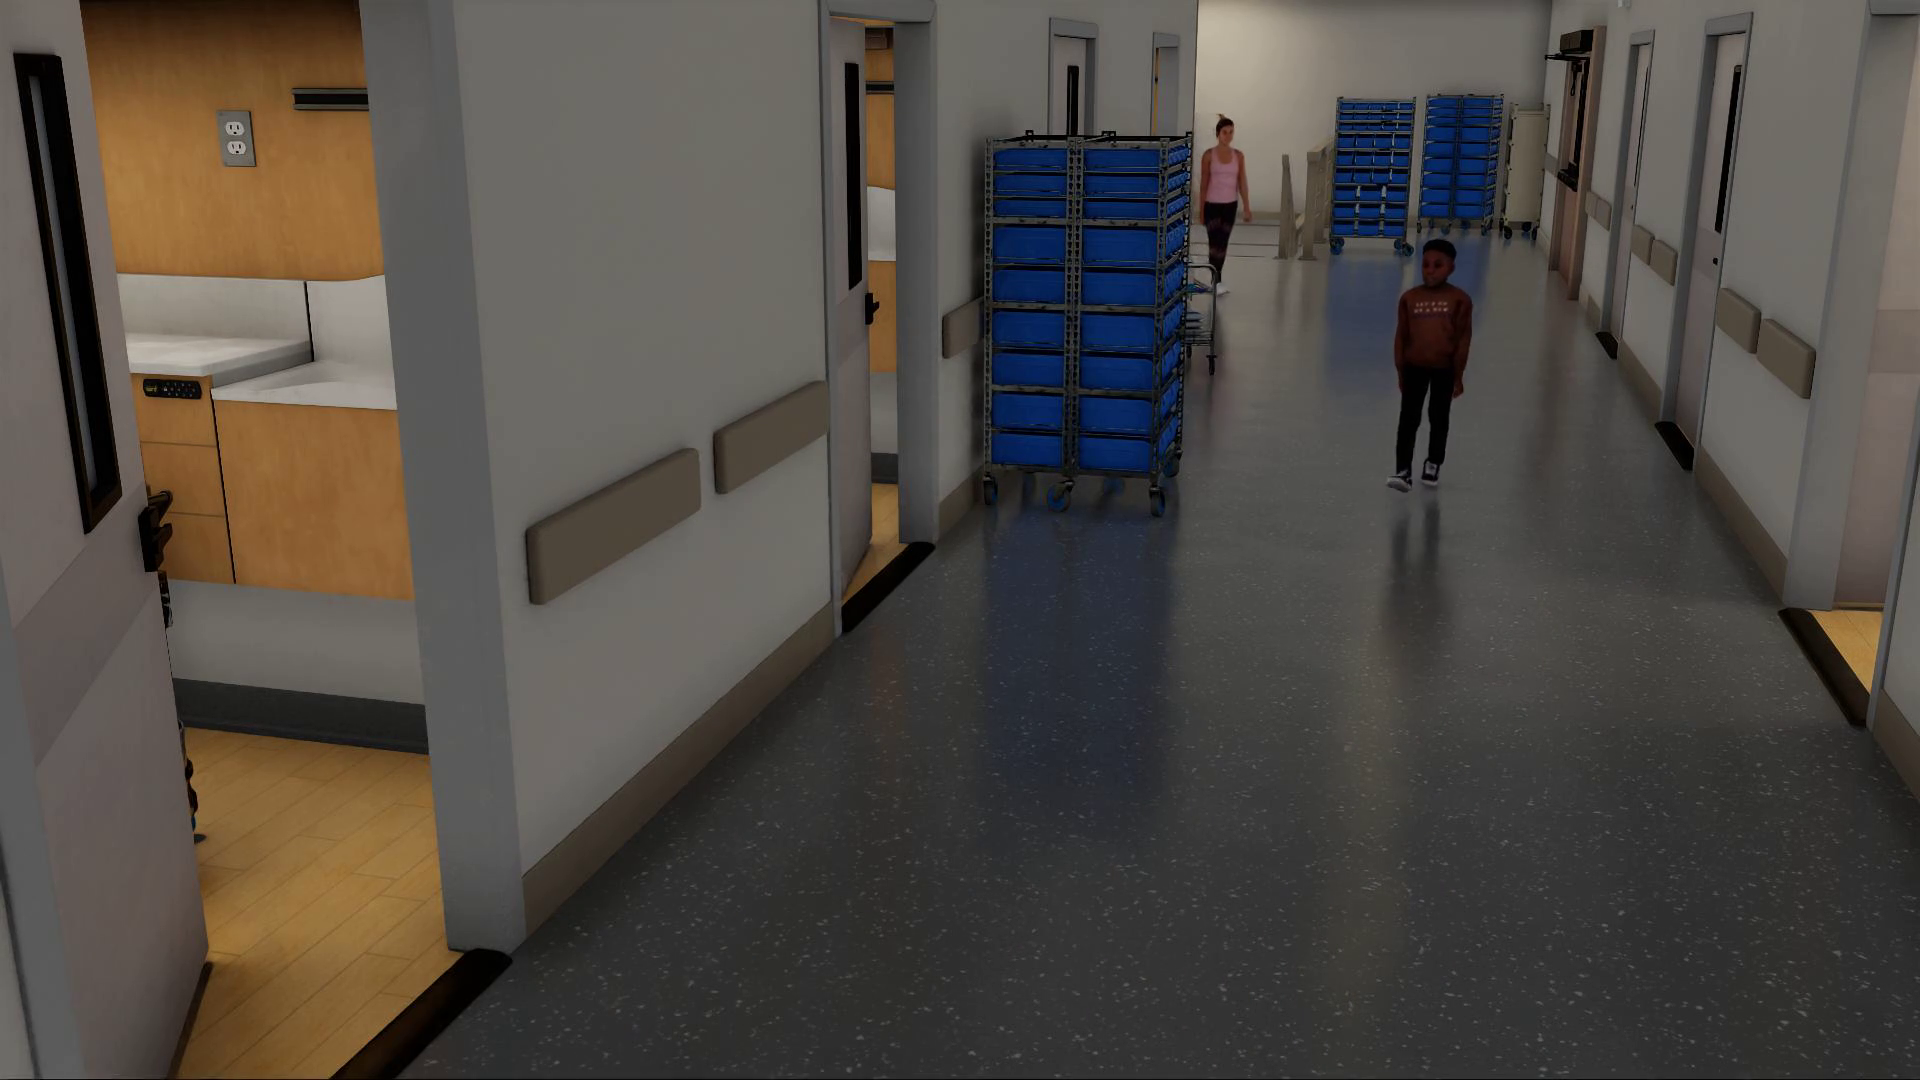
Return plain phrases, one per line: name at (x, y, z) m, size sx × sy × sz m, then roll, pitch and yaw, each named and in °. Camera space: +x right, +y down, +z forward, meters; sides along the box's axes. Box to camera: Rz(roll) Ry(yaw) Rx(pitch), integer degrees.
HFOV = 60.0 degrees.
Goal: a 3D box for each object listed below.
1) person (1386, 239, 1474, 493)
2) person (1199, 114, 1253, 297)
person at (2.356, -0.855, 8.232) m, size 0.627 × 1.229 × 0.866 m, roll 7°, pitch 17°, yaw 24°
person at (2.377, -3.090, 15.413) m, size 0.827 × 1.635 × 0.968 m, roll -5°, pitch 17°, yaw -18°
